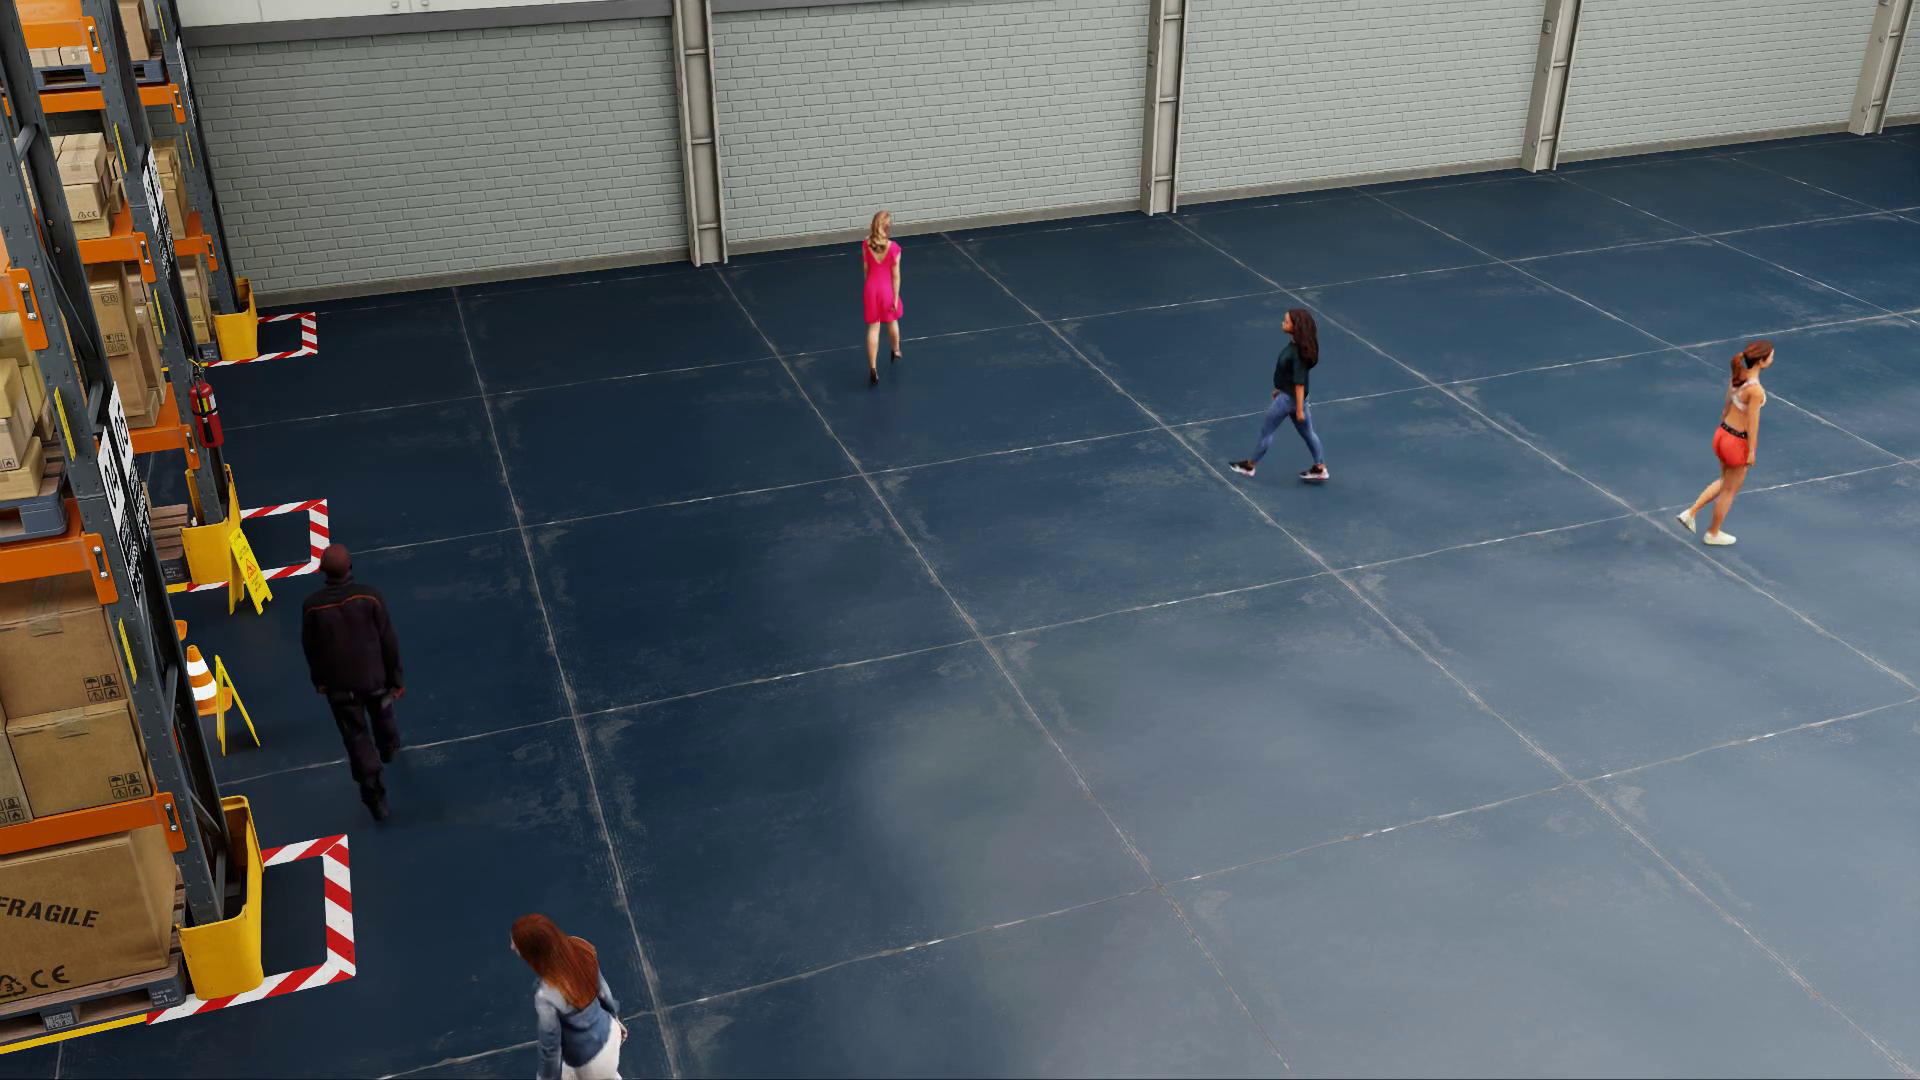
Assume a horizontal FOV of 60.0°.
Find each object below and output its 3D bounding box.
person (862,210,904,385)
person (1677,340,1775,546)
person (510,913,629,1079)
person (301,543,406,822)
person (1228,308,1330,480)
[{"bbox_3d":[-0.814,-2.371,16.420,1.050,1.685,1.016,7,29,13],"label":"person"},{"bbox_3d":[6.098,-0.754,13.284,0.816,1.779,0.700,-2,28,-4],"label":"person"},{"bbox_3d":[-1.594,2.348,7.610,1.119,1.637,0.846,3,28,6],"label":"person"},{"bbox_3d":[-3.690,0.897,10.177,1.083,1.785,0.781,-9,29,-17],"label":"person"},{"bbox_3d":[2.957,-1.212,14.365,1.170,1.569,1.007,7,29,13],"label":"person"}]
